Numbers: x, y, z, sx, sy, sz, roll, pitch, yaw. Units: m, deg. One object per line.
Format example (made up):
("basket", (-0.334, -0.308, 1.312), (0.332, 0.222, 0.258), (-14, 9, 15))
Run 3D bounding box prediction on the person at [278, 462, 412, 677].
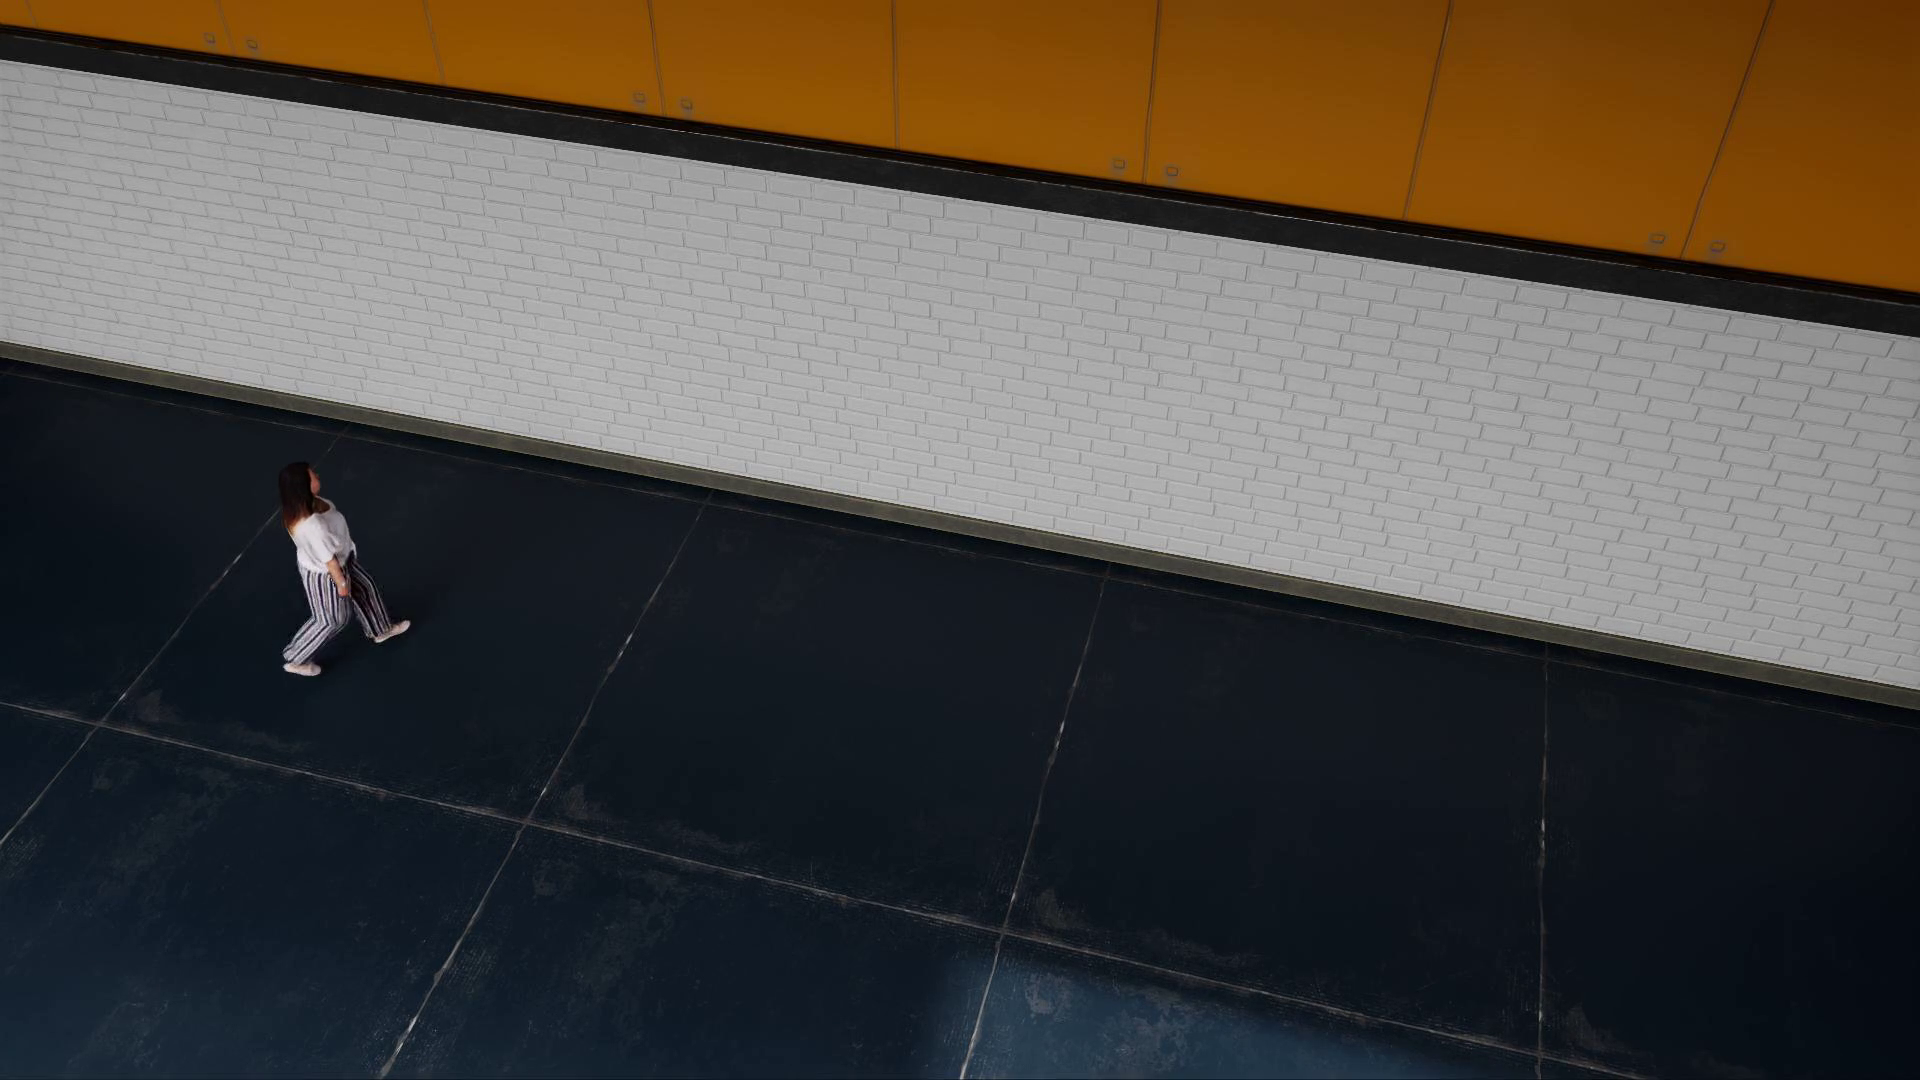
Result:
("person", (-4.086, 0.206, 10.543), (1.172, 1.647, 1.095), (-23, 48, -23))
